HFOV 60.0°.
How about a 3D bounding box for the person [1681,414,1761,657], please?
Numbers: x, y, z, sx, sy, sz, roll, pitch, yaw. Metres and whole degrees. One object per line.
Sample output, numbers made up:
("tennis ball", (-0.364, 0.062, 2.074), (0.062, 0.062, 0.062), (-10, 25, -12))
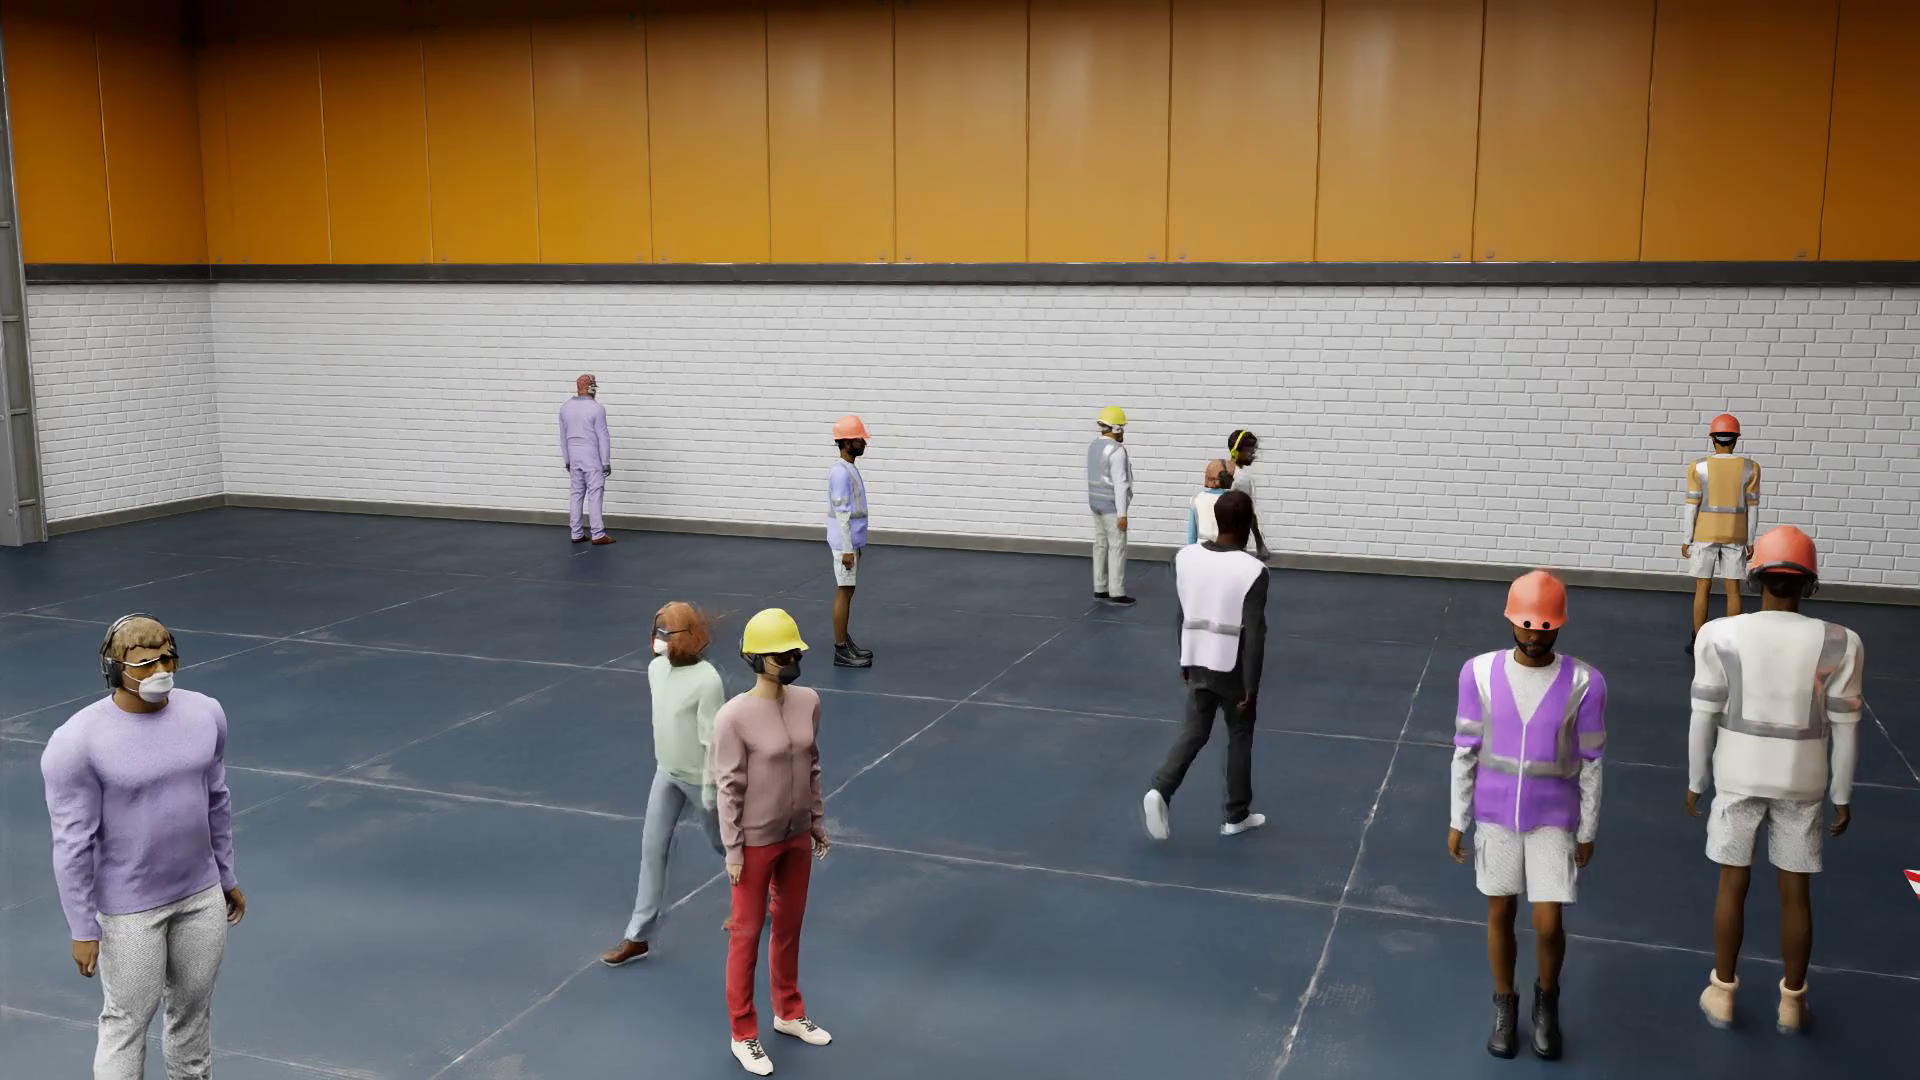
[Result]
("person", (5.972, -0.028, 13.092), (0.543, 1.928, 0.373), (3, 10, 16))

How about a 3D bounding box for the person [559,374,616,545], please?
("person", (-4.142, -0.897, 18.558), (0.652, 1.904, 0.402), (5, 10, 28))

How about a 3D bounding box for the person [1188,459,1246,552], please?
("person", (1.933, 0.206, 12.544), (0.315, 1.636, 0.514), (-9, 13, -43))

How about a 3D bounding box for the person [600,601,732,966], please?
("person", (-1.215, 1.051, 7.440), (0.511, 1.589, 0.877), (8, 12, 40))

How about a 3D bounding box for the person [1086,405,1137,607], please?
("person", (1.371, -0.315, 15.176), (0.404, 1.829, 0.613), (-4, 10, -23))

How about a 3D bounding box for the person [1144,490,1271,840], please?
("person", (1.331, 0.678, 8.829), (0.599, 1.896, 0.764), (9, 13, 43))

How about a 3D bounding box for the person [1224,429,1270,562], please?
("person", (2.131, 0.035, 12.997), (0.419, 1.835, 0.560), (-3, 10, -19))

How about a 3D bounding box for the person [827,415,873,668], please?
("person", (-0.849, 0.007, 12.832), (0.347, 1.942, 0.544), (0, 9, 0))

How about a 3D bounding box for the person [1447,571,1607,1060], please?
("person", (2.156, 1.062, 6.373), (0.547, 1.922, 0.419), (5, 10, 27))

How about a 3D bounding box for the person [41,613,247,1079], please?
("person", (-2.652, 1.191, 5.493), (0.359, 1.938, 0.635), (5, 10, 28))

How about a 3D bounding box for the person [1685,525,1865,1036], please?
("person", (3.237, 0.953, 6.657), (0.614, 2.039, 0.396), (4, 10, 23))

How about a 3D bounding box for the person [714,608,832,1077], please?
("person", (-0.710, 1.133, 6.380), (0.305, 1.772, 0.525), (7, 12, 38))
